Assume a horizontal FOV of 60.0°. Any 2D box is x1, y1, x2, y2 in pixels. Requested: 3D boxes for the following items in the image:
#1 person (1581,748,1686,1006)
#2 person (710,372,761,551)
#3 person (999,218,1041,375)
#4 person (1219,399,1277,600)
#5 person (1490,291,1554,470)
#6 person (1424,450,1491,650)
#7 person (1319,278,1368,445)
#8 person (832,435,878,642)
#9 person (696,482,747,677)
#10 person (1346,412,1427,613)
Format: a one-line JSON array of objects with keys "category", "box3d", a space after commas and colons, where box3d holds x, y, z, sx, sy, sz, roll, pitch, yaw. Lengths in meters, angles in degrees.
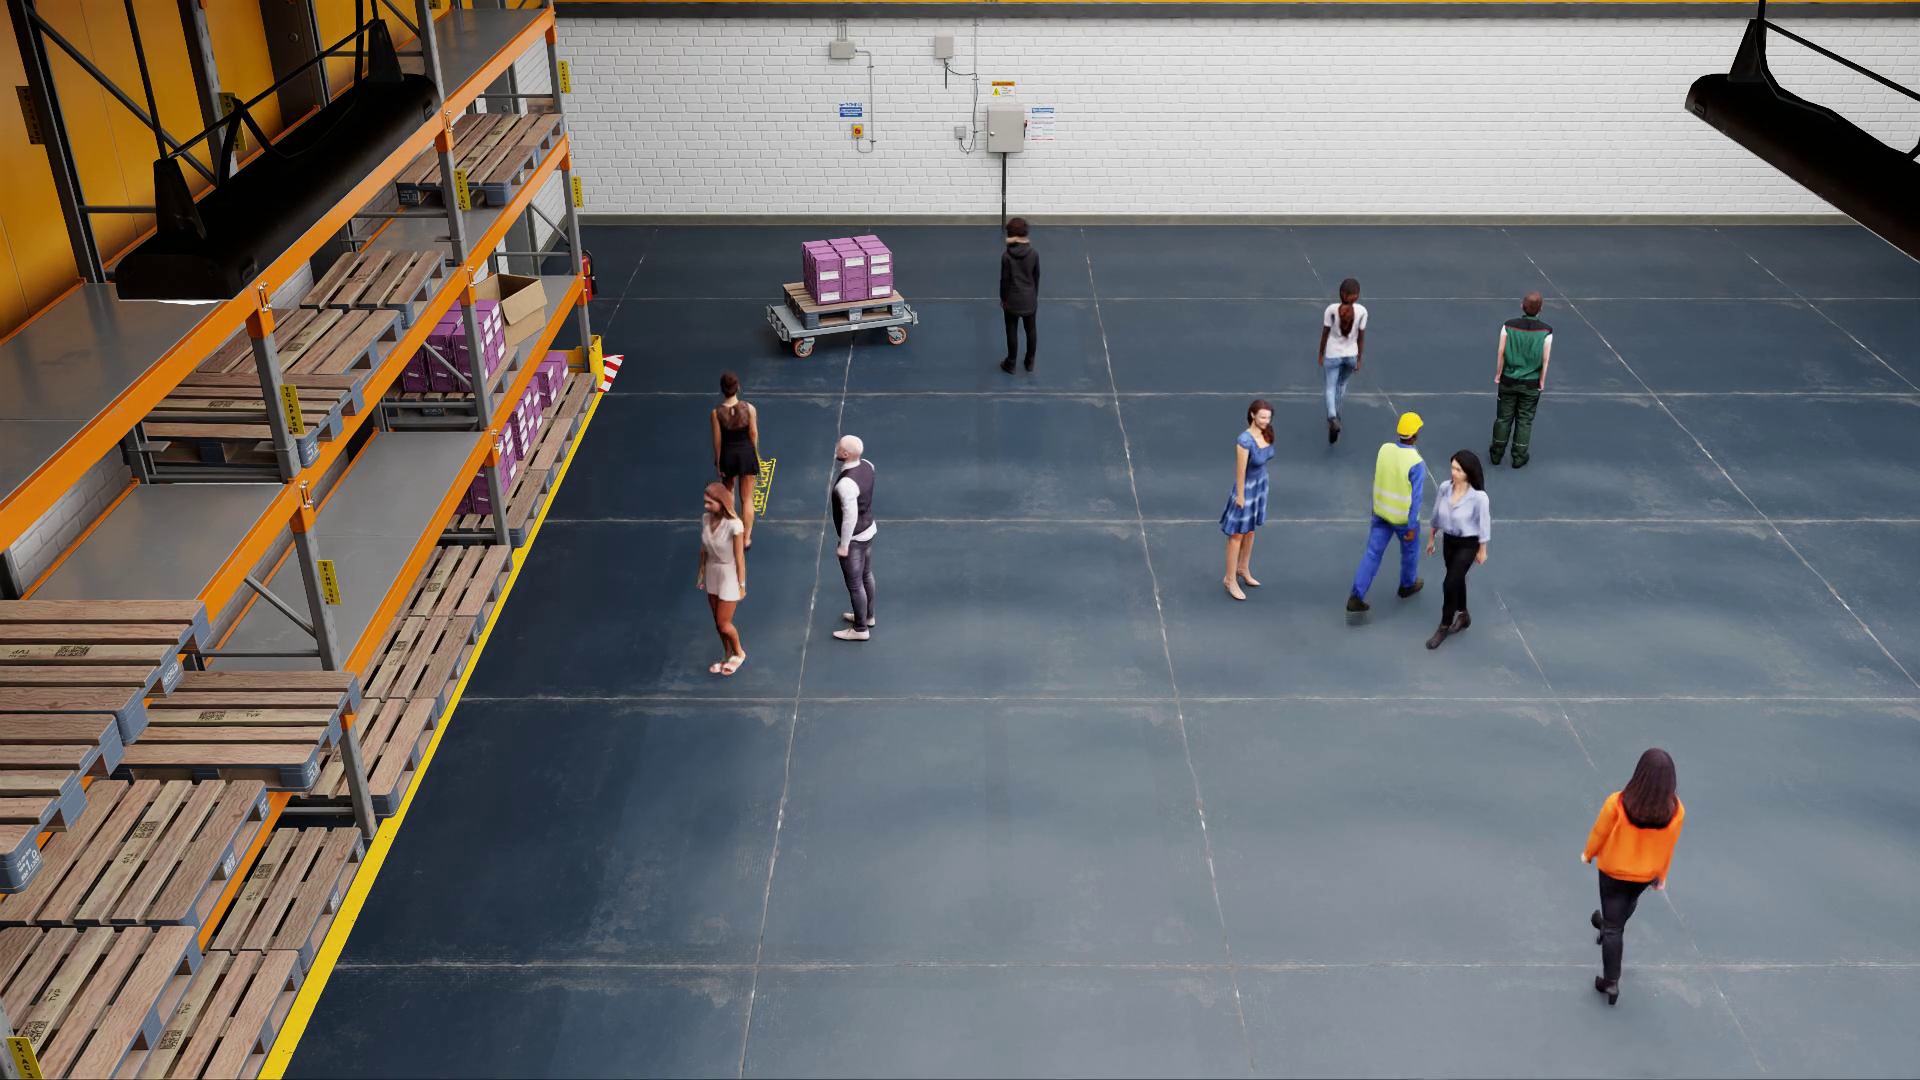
[{"category": "person", "box3d": [4.006, 2.037, 9.902, 0.627, 1.725, 0.960, -1, 29, -2]}, {"category": "person", "box3d": [-1.996, -0.679, 14.964, 0.652, 1.647, 1.001, -3, 29, -6]}, {"category": "person", "box3d": [0.677, -2.716, 18.563, 0.683, 1.775, 0.678, -7, 29, -13]}, {"category": "person", "box3d": [2.485, -0.364, 14.218, 0.822, 1.807, 0.732, 20, 35, 32]}, {"category": "person", "box3d": [5.546, -1.599, 16.443, 0.732, 1.844, 0.738, 12, 31, 22]}, {"category": "person", "box3d": [4.133, 0.046, 13.565, 0.964, 1.712, 0.933, -19, 34, -31]}, {"category": "person", "box3d": [3.899, -1.816, 16.998, 0.595, 1.693, 1.046, 1, 29, 1]}, {"category": "person", "box3d": [-0.859, -0.027, 13.583, 0.810, 1.823, 0.633, 8, 30, 13]}, {"category": "person", "box3d": [-1.807, 0.290, 13.151, 0.756, 1.681, 0.708, -25, 37, -38]}, {"category": "person", "box3d": [3.573, -0.177, 13.916, 1.253, 1.768, 1.206, -24, 37, -37]}]
